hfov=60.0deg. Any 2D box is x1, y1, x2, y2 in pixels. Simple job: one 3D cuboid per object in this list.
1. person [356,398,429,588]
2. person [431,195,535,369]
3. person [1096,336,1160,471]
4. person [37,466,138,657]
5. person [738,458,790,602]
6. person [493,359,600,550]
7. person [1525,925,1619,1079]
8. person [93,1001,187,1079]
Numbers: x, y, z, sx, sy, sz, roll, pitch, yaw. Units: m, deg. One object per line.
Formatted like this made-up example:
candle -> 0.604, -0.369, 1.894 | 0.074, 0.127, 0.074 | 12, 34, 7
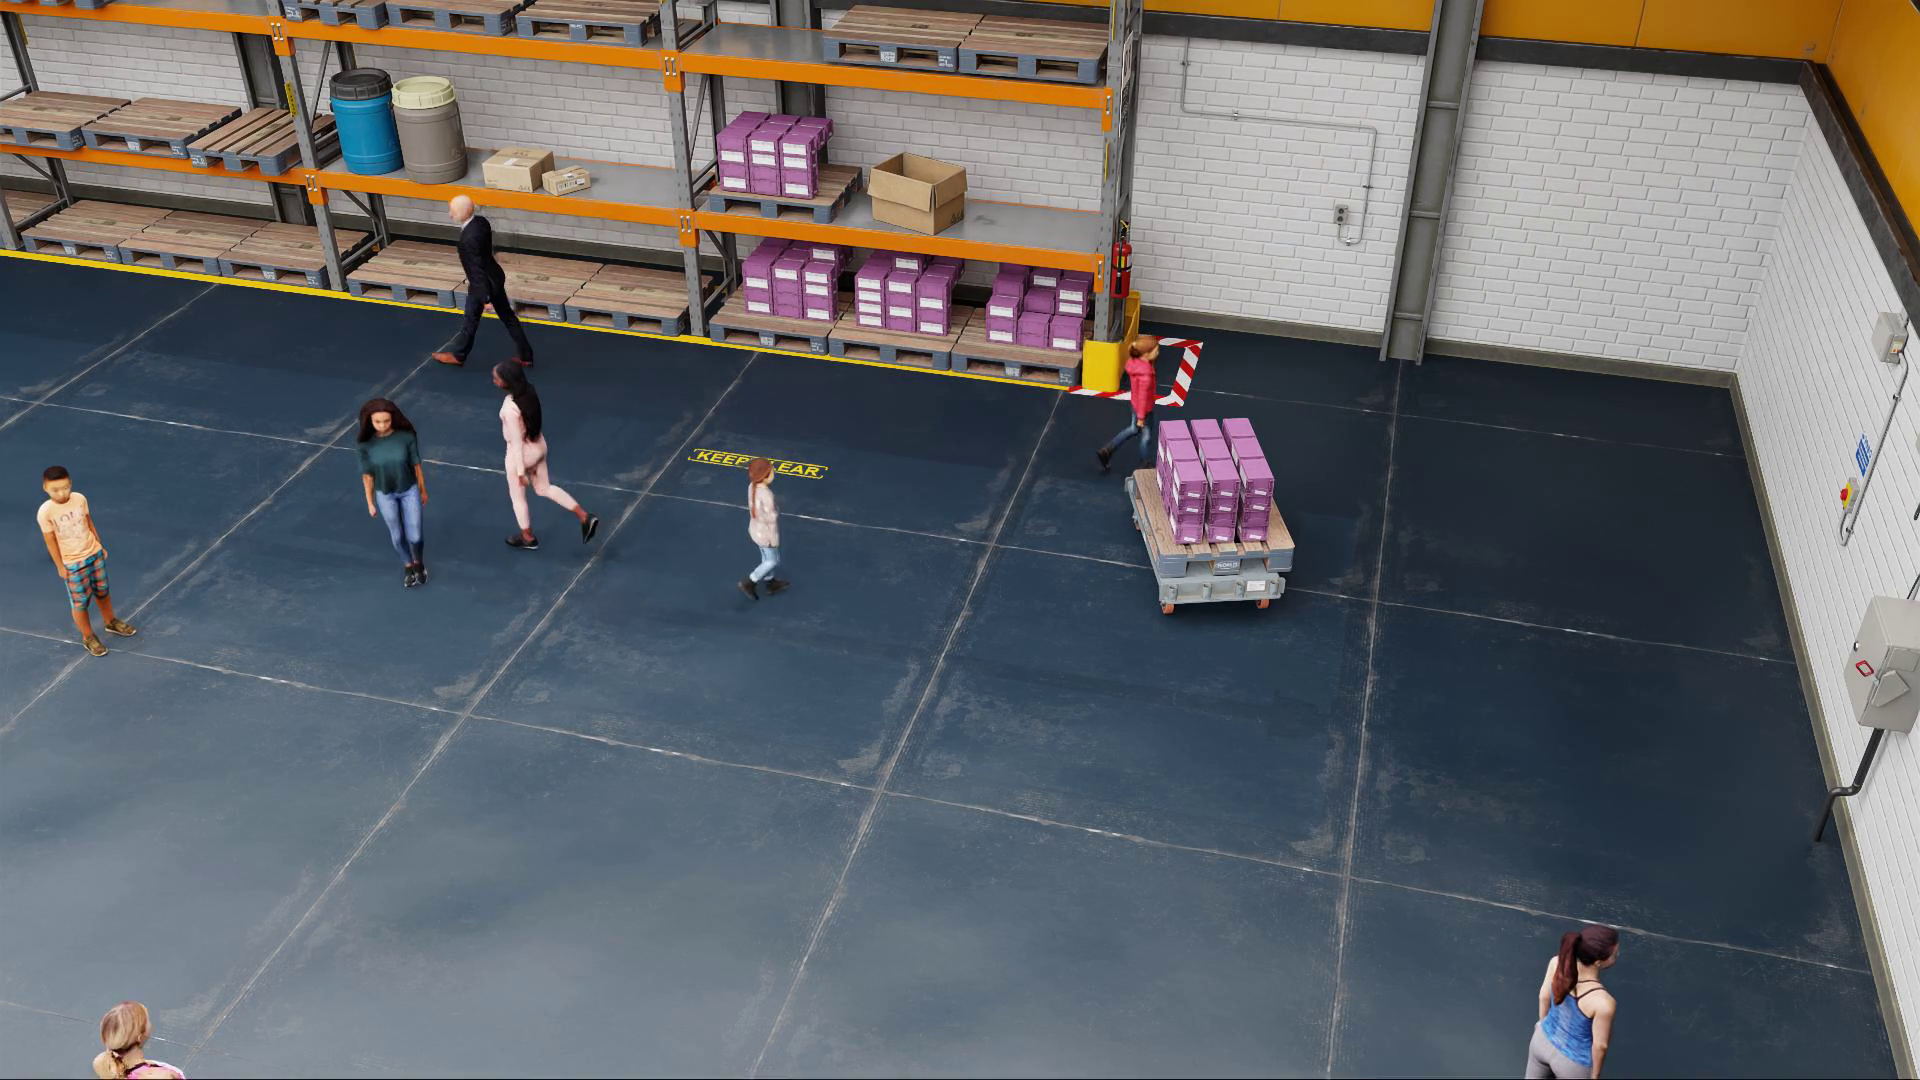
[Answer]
person -> -4.209, -0.391, 12.457 | 0.702, 1.605, 0.782 | -7, 34, -11
person -> -4.269, -2.317, 15.219 | 1.203, 1.754, 0.908 | 6, 34, 8
person -> 1.439, -1.100, 13.800 | 0.880, 1.299, 0.692 | -3, 34, -5
person -> -6.271, 0.115, 11.826 | 0.548, 1.461, 0.571 | 16, 37, 23
person -> -1.492, -0.058, 12.335 | 0.747, 1.185, 0.685 | -17, 37, -24
person -> -3.222, -0.614, 12.716 | 1.041, 1.690, 0.644 | 7, 34, 11
person -> 2.953, 2.493, 8.115 | 0.712, 1.609, 0.658 | -16, 37, -22
person -> -3.624, 2.842, 7.462 | 1.011, 1.750, 0.722 | 11, 35, 16
